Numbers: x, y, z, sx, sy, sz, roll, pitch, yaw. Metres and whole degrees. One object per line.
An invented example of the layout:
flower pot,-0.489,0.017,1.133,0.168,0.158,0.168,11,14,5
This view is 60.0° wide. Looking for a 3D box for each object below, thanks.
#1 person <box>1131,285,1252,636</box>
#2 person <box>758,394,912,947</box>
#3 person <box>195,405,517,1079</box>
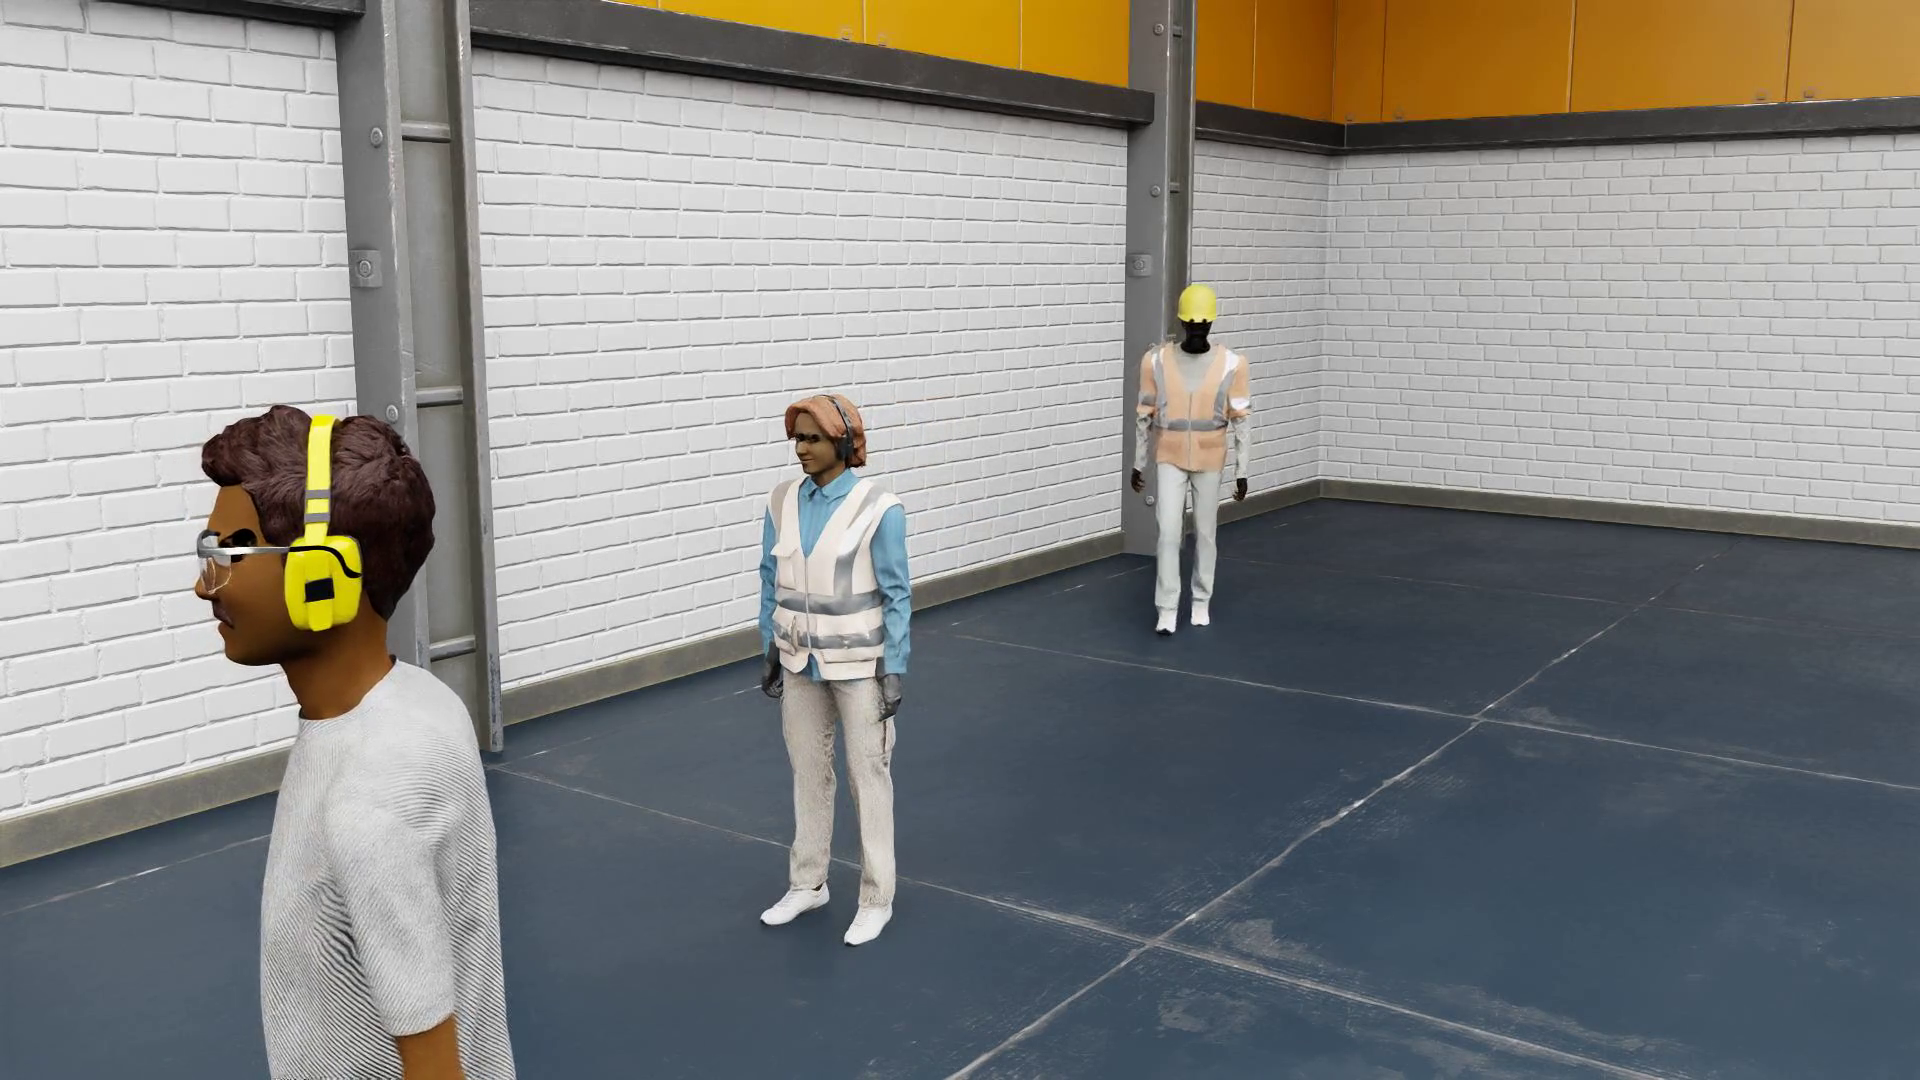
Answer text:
person,1.243,-0.416,8.975,0.640,1.884,0.879,2,10,10
person,-0.378,0.383,4.953,0.523,1.638,0.310,6,11,32
person,-0.662,0.781,1.893,0.334,1.873,0.520,-3,10,-19
